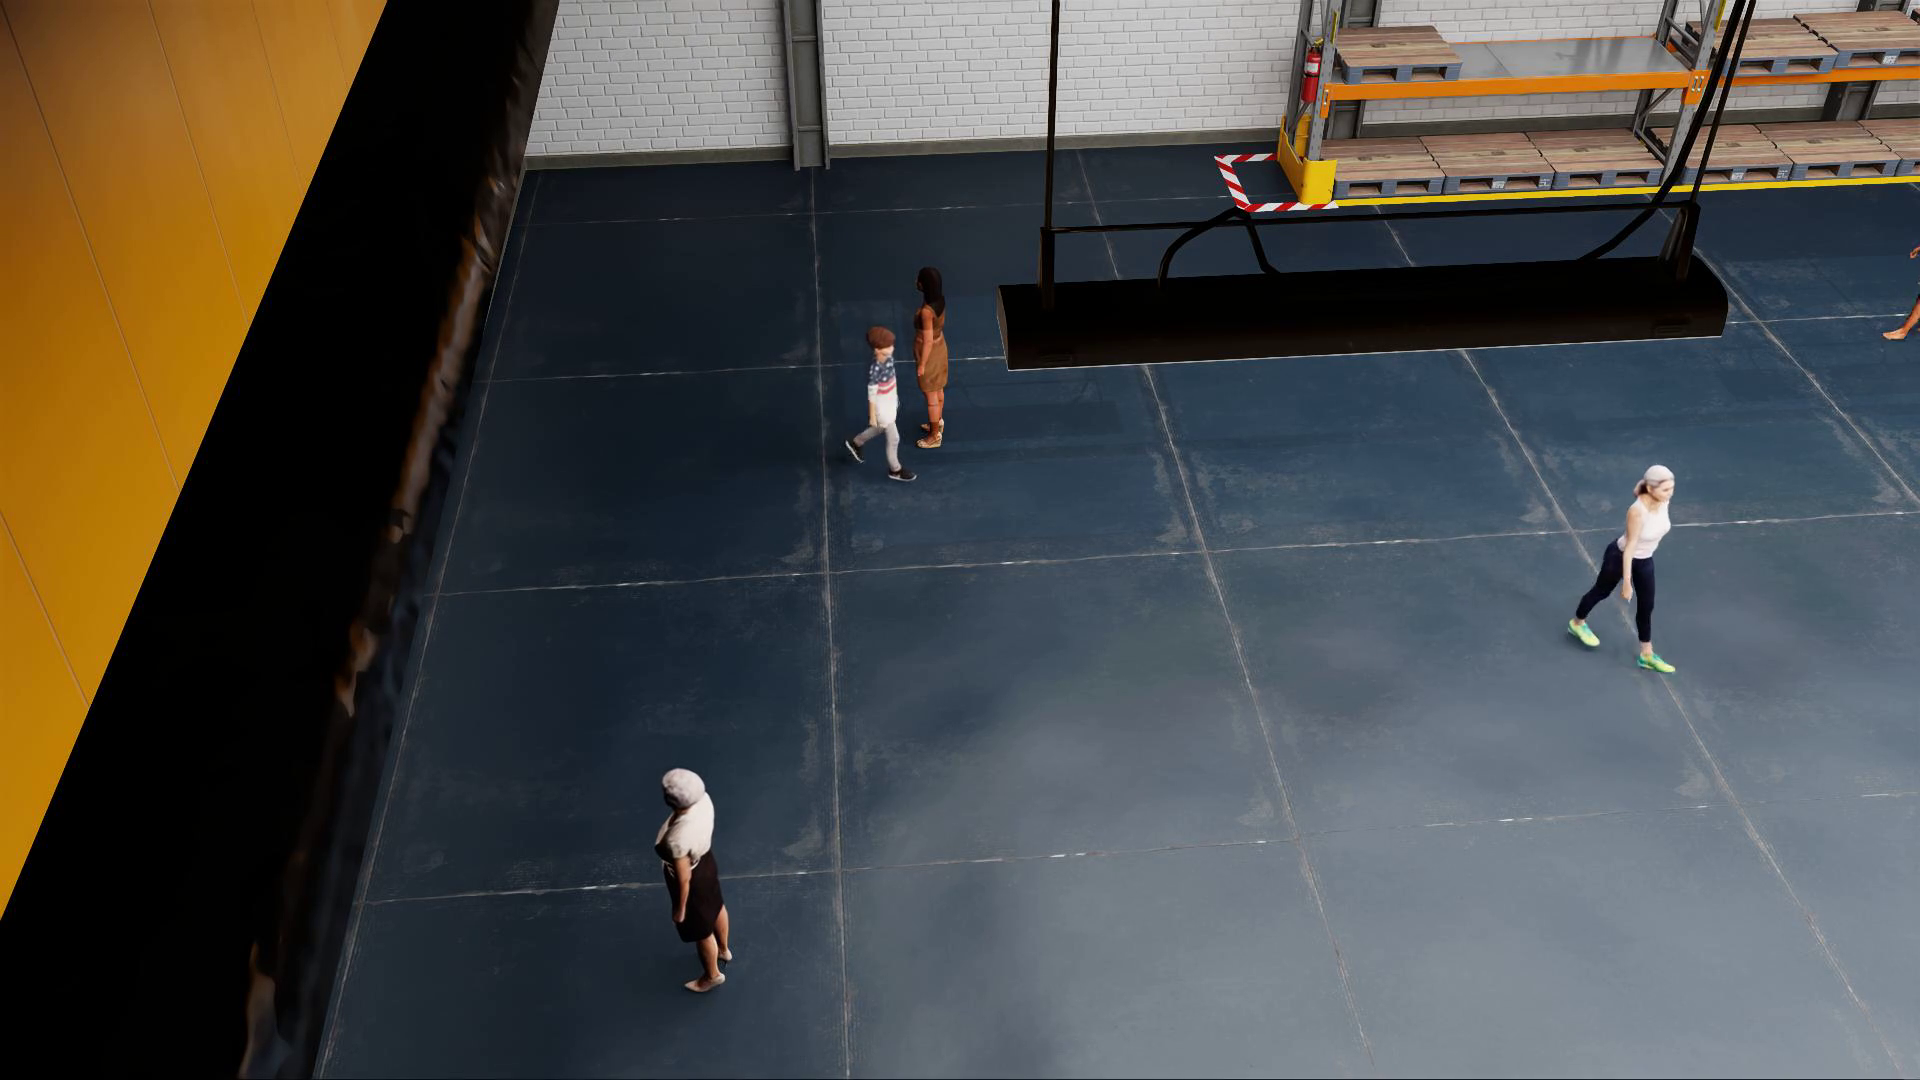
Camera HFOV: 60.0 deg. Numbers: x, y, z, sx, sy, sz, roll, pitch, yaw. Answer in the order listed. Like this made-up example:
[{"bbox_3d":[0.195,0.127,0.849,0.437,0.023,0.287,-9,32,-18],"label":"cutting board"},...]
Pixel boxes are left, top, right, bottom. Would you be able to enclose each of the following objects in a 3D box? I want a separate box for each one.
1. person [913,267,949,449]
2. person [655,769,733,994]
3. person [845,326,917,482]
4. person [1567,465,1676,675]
[{"bbox_3d":[-0.243,-1.532,13.884,0.575,1.690,0.603,5,39,6],"label":"person"},{"bbox_3d":[-1.497,1.948,9.475,0.640,1.755,0.684,10,40,12],"label":"person"},{"bbox_3d":[-0.686,-1.140,13.610,0.936,1.422,0.703,10,40,12],"label":"person"},{"bbox_3d":[4.665,0.124,11.830,1.085,1.667,1.041,-26,45,-29],"label":"person"}]
